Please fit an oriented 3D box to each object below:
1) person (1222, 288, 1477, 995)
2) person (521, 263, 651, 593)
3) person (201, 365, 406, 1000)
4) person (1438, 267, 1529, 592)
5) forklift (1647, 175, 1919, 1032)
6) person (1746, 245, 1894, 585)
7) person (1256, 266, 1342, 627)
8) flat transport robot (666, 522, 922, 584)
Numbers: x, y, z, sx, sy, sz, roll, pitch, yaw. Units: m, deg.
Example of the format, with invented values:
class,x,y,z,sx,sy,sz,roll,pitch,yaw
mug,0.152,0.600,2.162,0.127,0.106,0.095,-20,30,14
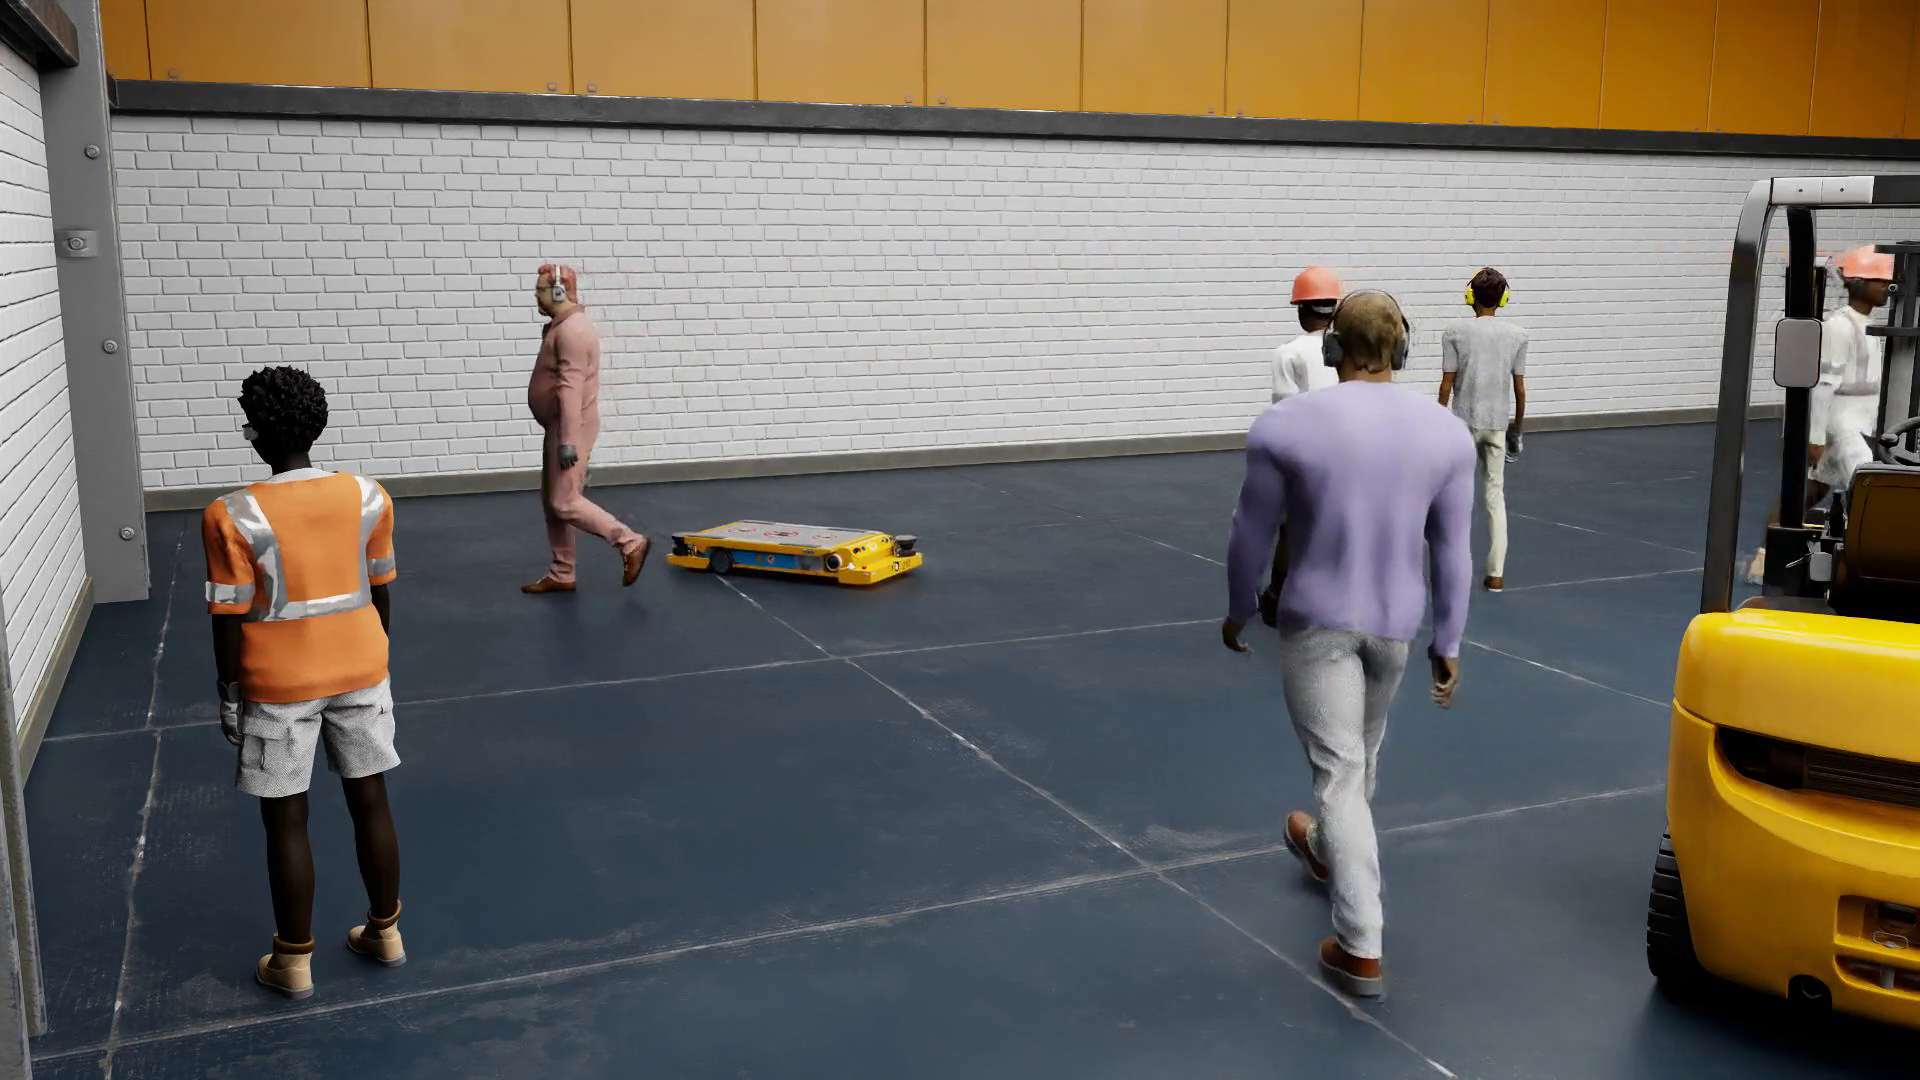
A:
class,x,y,z,sx,sy,sz,roll,pitch,yaw
person,1.091,0.234,4.745,0.639,1.878,1.043,-2,10,-8
person,-2.157,-0.613,9.401,0.644,1.885,0.652,-3,11,-16
person,-1.746,0.381,4.471,0.320,1.694,0.531,9,14,41
person,2.974,-0.622,9.542,0.522,1.863,0.326,0,10,0
forklift,2.810,0.094,4.662,1.214,2.155,2.313,7,12,34
person,4.980,-0.643,9.301,1.042,1.989,0.628,8,13,38
person,1.774,-0.410,8.301,0.556,1.874,1.013,-1,10,-8
flat transport robot,-1.016,0.060,10.150,1.431,0.197,0.652,5,11,25
